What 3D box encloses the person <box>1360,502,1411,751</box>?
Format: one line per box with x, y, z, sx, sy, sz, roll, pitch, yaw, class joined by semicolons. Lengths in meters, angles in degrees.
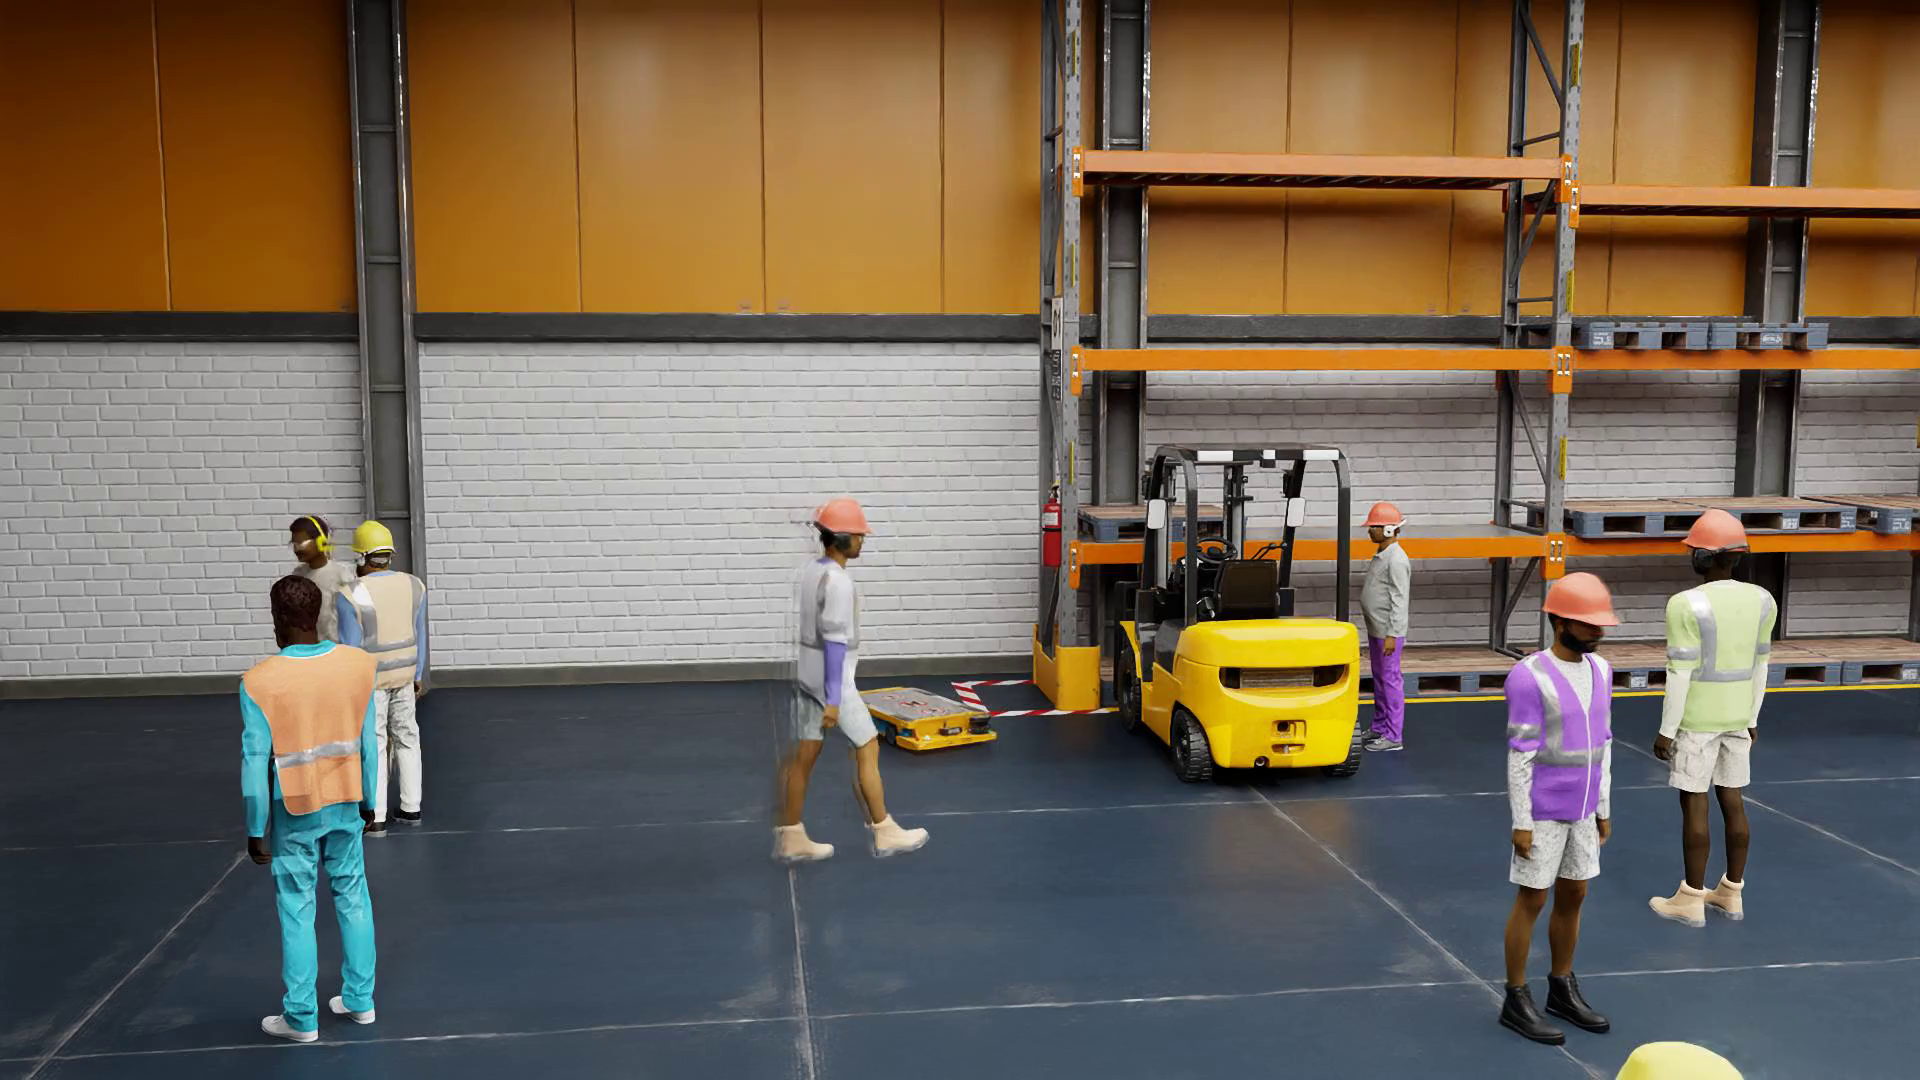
2.987;0.606;11.762;0.330;1.751;0.565;0;7;-2;person

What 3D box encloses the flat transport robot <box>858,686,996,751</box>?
-0.392;1.286;12.235;0.652;0.197;1.431;-4;8;-32;flat transport robot

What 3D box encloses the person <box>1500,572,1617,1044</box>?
2.474;1.086;6.803;0.544;1.930;0.388;-3;7;-28;person

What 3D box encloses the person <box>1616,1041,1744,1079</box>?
1.165;1.658;2.719;0.892;1.715;0.516;0;7;2;person

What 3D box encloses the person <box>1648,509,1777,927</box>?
3.678;0.870;8.174;0.607;2.048;0.367;-2;7;-21;person

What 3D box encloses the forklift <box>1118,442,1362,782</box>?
1.912;0.418;11.496;1.214;2.155;2.313;-1;7;-8;forklift

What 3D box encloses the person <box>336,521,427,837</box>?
-3.384;0.803;9.689;0.403;1.834;0.590;4;8;34;person

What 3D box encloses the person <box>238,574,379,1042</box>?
-2.648;1.094;6.821;0.397;1.911;0.587;5;8;39;person

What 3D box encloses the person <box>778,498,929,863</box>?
-0.595;0.770;9.197;0.951;2.000;0.617;-3;7;-25;person

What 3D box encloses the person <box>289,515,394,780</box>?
-3.839;0.735;10.345;0.541;1.832;0.800;4;7;29;person
